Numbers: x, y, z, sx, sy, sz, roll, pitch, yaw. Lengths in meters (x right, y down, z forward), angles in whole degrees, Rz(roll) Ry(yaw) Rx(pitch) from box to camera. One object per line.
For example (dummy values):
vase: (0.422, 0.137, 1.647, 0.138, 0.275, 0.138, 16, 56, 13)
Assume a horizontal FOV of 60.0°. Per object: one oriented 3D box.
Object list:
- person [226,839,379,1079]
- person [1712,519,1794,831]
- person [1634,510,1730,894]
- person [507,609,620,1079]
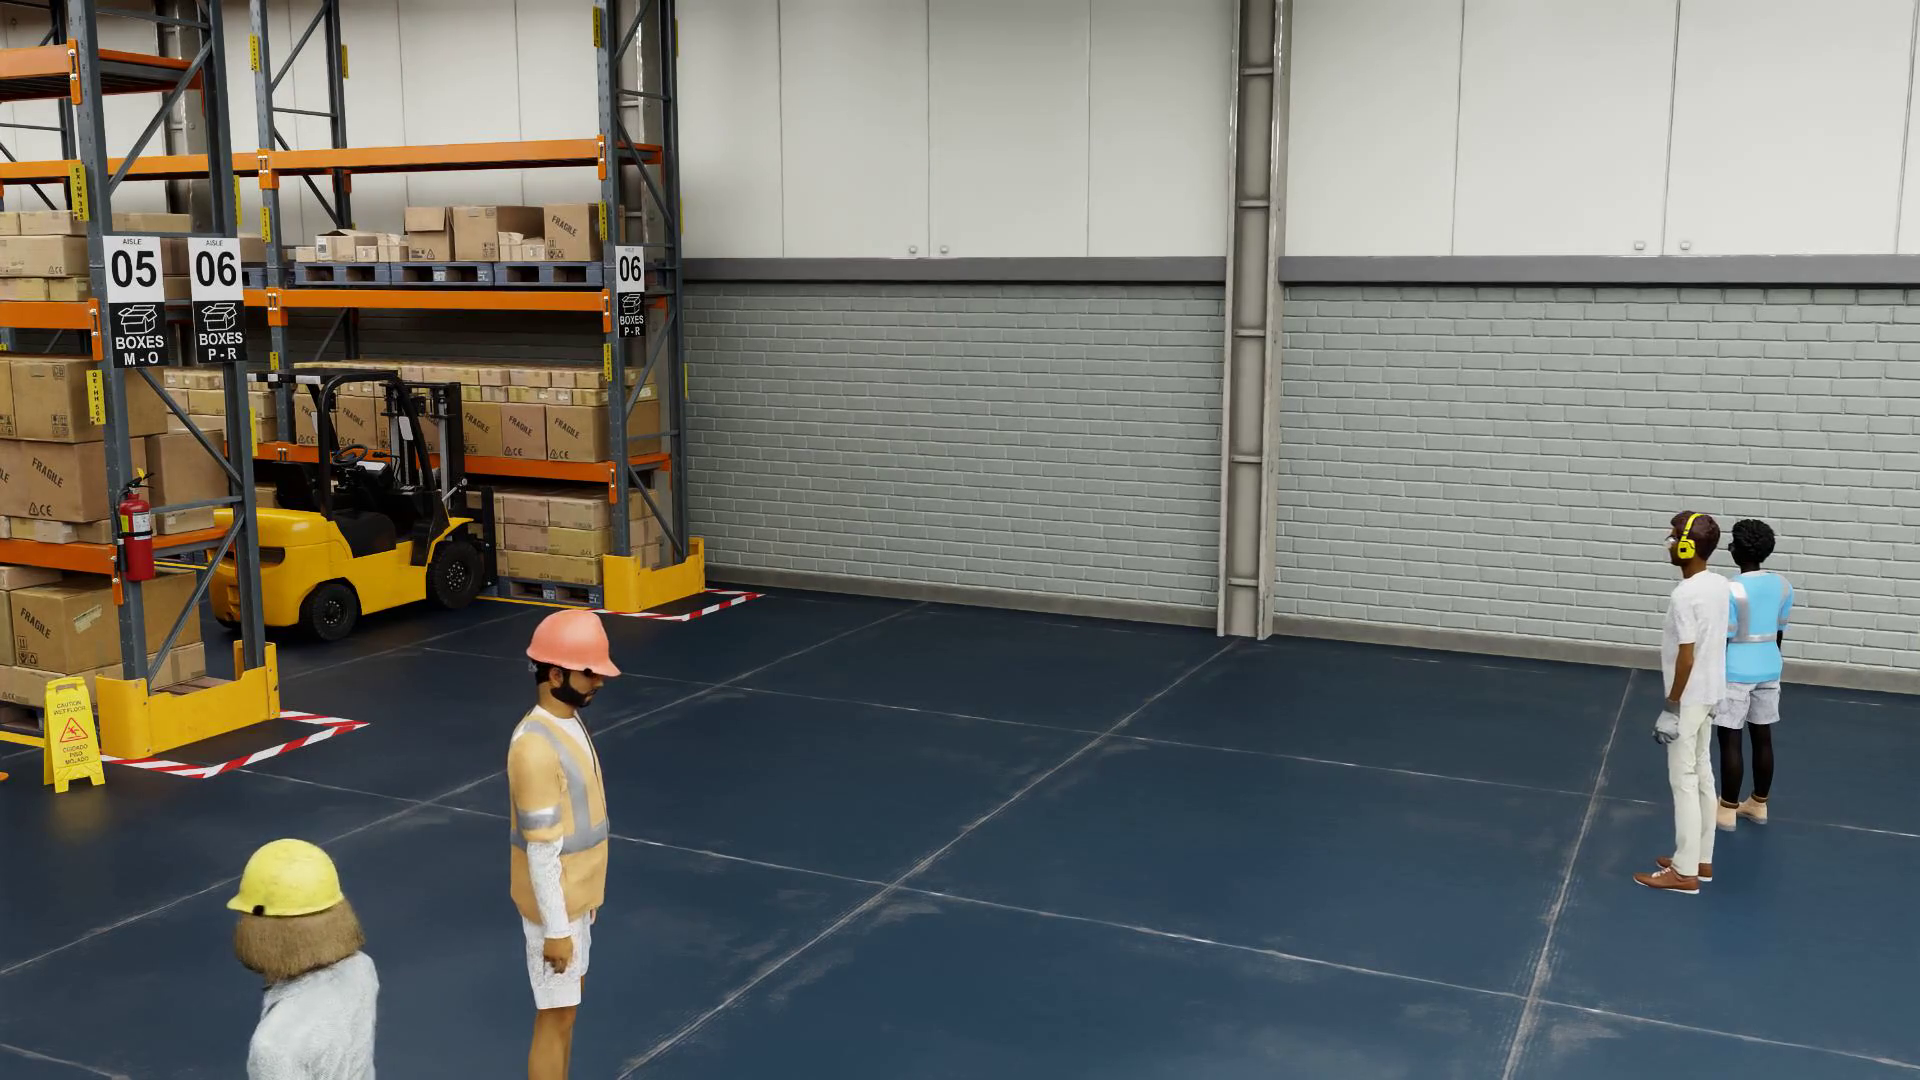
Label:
person: (-1.507, 1.541, 3.888, 0.319, 1.742, 0.492, 0, 9, 2)
person: (4.239, 0.729, 9.007, 0.532, 1.697, 0.320, -4, 10, -23)
person: (3.543, 0.788, 8.114, 0.513, 1.871, 0.329, -9, 13, -44)
person: (-1.297, 1.180, 5.538, 0.369, 1.929, 0.542, -1, 9, -5)
